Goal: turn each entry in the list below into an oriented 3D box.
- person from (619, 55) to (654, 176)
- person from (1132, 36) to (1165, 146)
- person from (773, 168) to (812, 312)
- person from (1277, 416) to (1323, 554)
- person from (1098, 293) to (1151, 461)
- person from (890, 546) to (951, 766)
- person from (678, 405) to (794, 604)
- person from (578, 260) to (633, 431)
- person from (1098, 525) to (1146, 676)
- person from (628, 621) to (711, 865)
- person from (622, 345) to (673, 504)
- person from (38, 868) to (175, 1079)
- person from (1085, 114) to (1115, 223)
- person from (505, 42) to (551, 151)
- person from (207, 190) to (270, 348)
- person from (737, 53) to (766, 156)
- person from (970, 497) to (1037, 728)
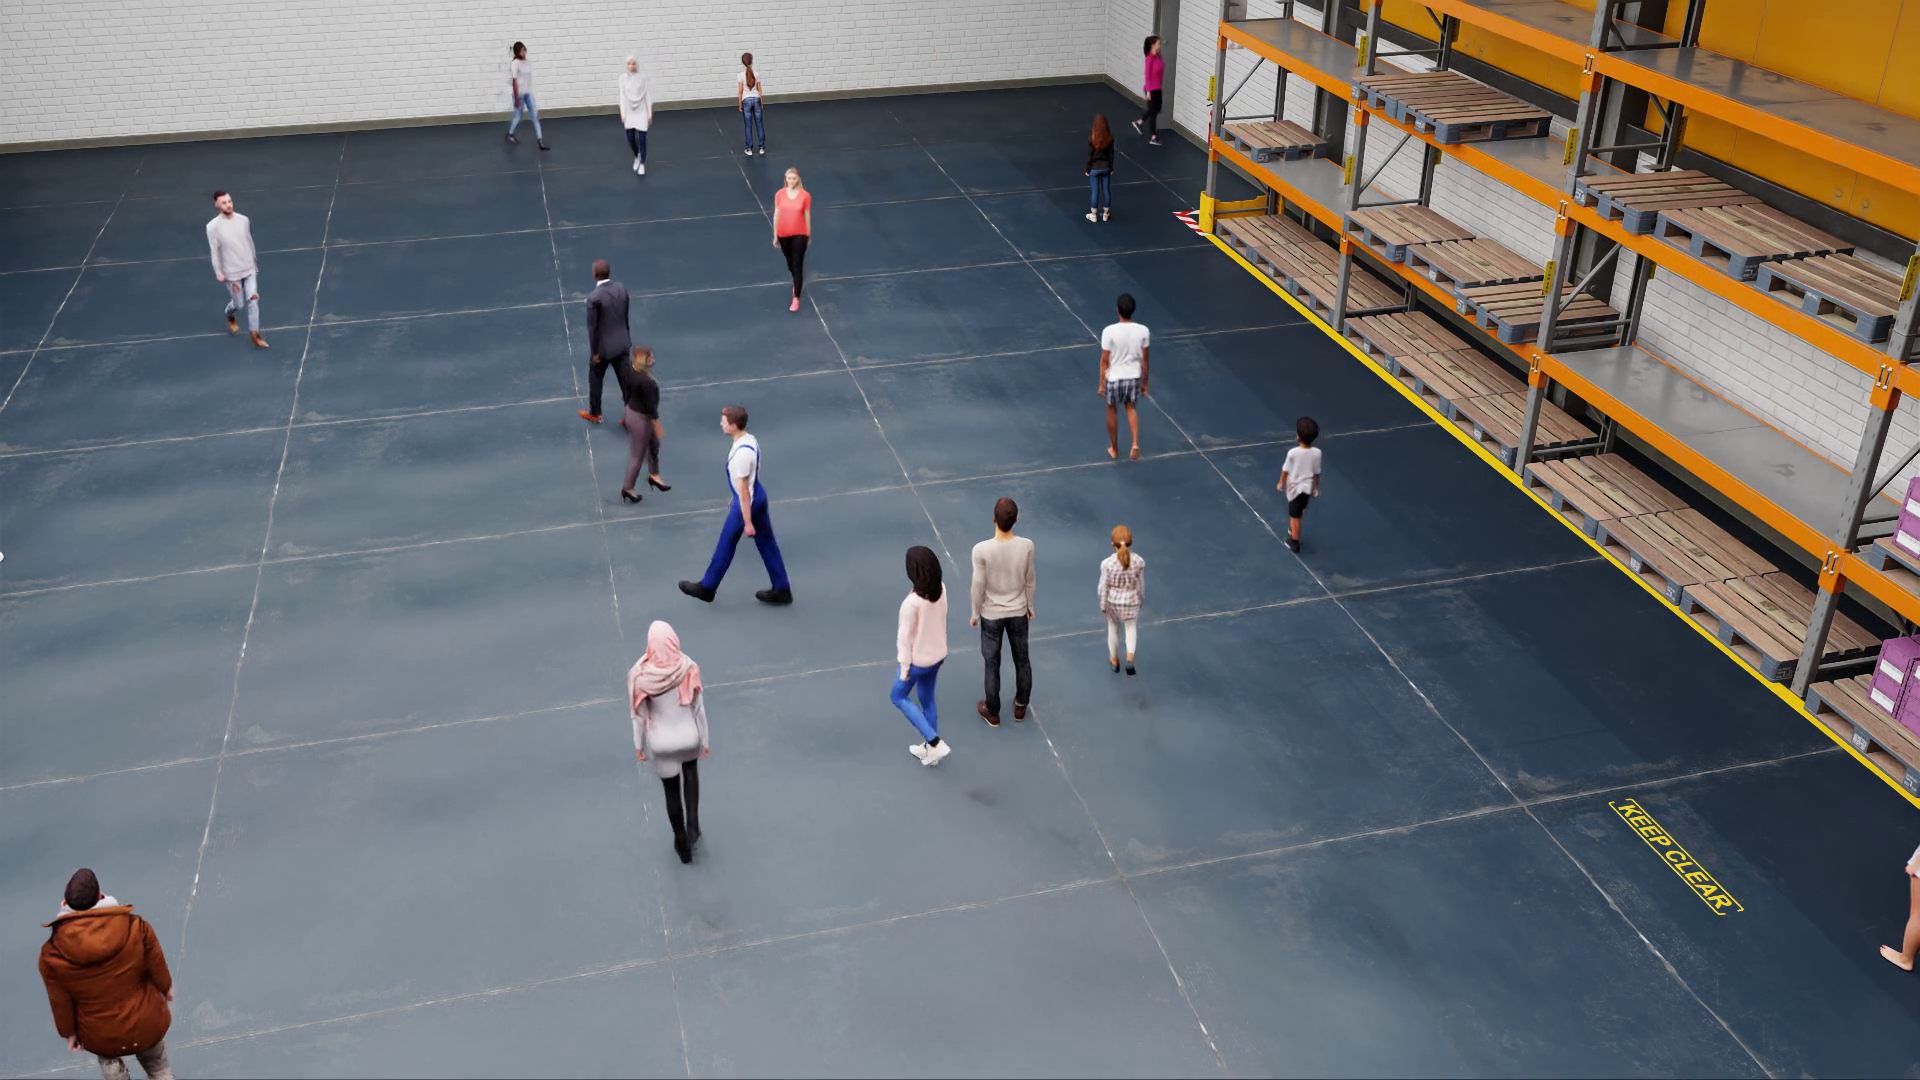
[{"bbox_3d":[-4.882,-6.446,25.151,0.680,1.771,0.670,-1,29,-1],"label":"person"},{"bbox_3d":[3.034,-7.212,26.645,1.005,1.685,0.904,20,34,32],"label":"person"},{"bbox_3d":[-2.021,-3.700,20.240,0.932,1.653,1.216,5,29,9],"label":"person"},{"bbox_3d":[3.041,-0.463,14.734,0.489,1.242,0.619,-9,30,-16],"label":"person"},{"bbox_3d":[1.600,-1.534,16.198,0.663,1.720,0.822,-5,29,-9],"label":"person"},{"bbox_3d":[-0.196,0.878,11.741,0.876,1.754,0.825,22,35,34],"label":"person"},{"bbox_3d":[-1.656,-0.246,13.747,1.002,1.807,1.200,4,29,6],"label":"person"},{"bbox_3d":[-3.485,-1.929,16.841,1.100,1.798,0.993,24,37,36],"label":"person"},{"bbox_3d":[1.270,0.505,12.899,0.618,1.300,0.764,-1,29,-2],"label":"person"},{"bbox_3d":[-1.851,1.359,10.824,0.628,1.789,0.619,-7,29,-13],"label":"person"},{"bbox_3d":[-3.027,-1.073,15.446,0.772,1.632,0.679,-17,33,-29],"label":"person"},{"bbox_3d":[-4.361,2.526,8.651,0.795,1.821,0.819,-15,32,-25],"label":"person"},{"bbox_3d":[1.950,-5.175,23.122,0.562,1.483,0.493,-6,29,-11],"label":"person"},{"bbox_3d":[-6.955,-6.996,26.262,1.209,1.671,1.114,14,32,24],"label":"person"},{"bbox_3d":[-8.278,-3.110,18.979,1.082,1.824,0.975,22,35,34],"label":"person"},{"bbox_3d":[-3.281,-6.870,26.145,0.537,1.563,0.516,-6,29,-11],"label":"person"},{"bbox_3d":[0.324,0.537,12.249,0.643,1.867,0.559,-6,29,-11],"label":"person"}]
